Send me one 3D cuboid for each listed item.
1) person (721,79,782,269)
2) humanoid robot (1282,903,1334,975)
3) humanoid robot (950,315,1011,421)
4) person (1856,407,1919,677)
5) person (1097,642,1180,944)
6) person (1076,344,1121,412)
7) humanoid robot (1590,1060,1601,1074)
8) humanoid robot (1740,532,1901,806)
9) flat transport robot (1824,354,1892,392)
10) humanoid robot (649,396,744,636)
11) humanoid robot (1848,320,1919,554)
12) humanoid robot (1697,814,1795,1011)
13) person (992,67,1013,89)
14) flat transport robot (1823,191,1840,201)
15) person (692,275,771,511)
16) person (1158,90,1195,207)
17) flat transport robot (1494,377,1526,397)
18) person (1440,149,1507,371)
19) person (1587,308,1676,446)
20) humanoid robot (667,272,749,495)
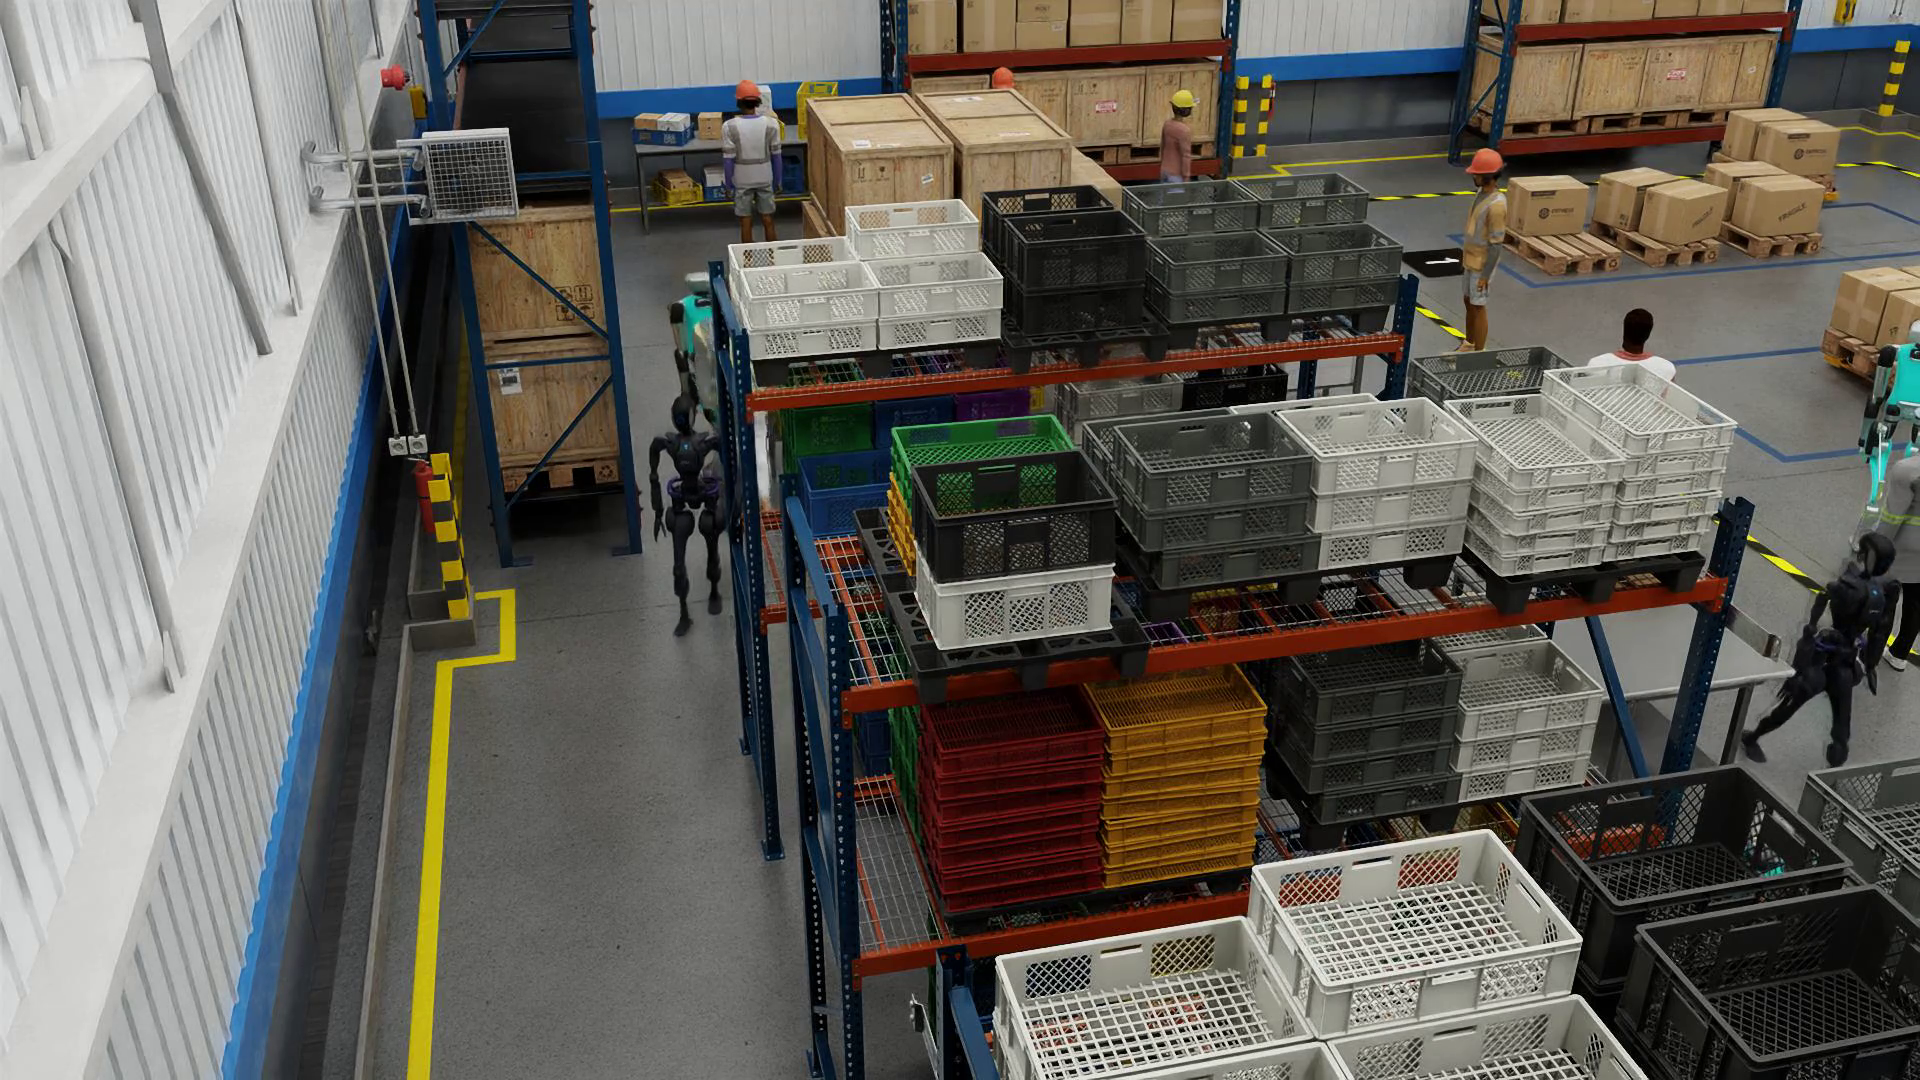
[{"bbox_3d":[-2.146,-3.726,17.217,0.615,2.039,0.382,-9,29,-16],"label":"person"},{"bbox_3d":[1.065,2.158,6.358,0.977,1.734,0.546,-8,29,-15],"label":"humanoid robot"},{"bbox_3d":[0.246,-1.134,12.639,0.609,1.788,0.836,-12,30,-21],"label":"humanoid robot"},{"bbox_3d":[5.907,0.001,10.346,0.588,1.852,0.370,-7,29,-14],"label":"person"},{"bbox_3d":[0.896,1.246,8.098,0.483,1.744,0.302,22,35,36],"label":"person"},{"bbox_3d":[0.890,-0.549,11.406,0.422,1.835,0.552,-9,29,-17],"label":"person"},{"bbox_3d":[2.273,2.340,6.135,0.755,1.621,0.589,-8,29,-15],"label":"humanoid robot"},{"bbox_3d":[4.857,0.680,9.304,0.609,1.623,0.809,-8,29,-14],"label":"humanoid robot"},{"bbox_3d":[8.473,-1.467,14.800,0.652,0.197,1.431,-6,28,-12],"label":"flat transport robot"},{"bbox_3d":[-1.724,-0.181,10.897,0.602,1.637,0.630,-1,28,-2],"label":"humanoid robot"},{"bbox_3d":[6.516,-0.634,11.530,0.533,1.677,0.735,14,31,24],"label":"humanoid robot"},{"bbox_3d":[3.386,1.904,6.966,0.772,1.876,0.545,-10,29,-18],"label":"humanoid robot"},{"bbox_3d":[0.444,-4.214,18.255,0.541,1.935,0.361,-4,28,-8],"label":"person"},{"bbox_3d":[9.786,-4.242,20.065,1.431,0.197,0.652,-6,28,-12],"label":"flat transport robot"},{"bbox_3d":[-1.684,-1.122,12.540,0.624,1.797,0.956,-9,29,-16],"label":"person"},{"bbox_3d":[2.335,-3.964,17.958,0.328,1.768,0.524,-11,30,-20],"label":"person"},{"bbox_3d":[4.780,-1.036,14.013,0.659,0.231,1.431,-6,28,-12],"label":"flat transport robot"},{"bbox_3d":[4.601,-2.474,14.848,0.394,2.033,0.612,1,28,1],"label":"person"},{"bbox_3d":[4.573,-0.680,11.585,0.580,1.910,0.394,8,29,15],"label":"person"},{"bbox_3d":[-1.785,-1.085,12.584,0.535,1.739,0.997,-15,31,-27],"label":"humanoid robot"}]
